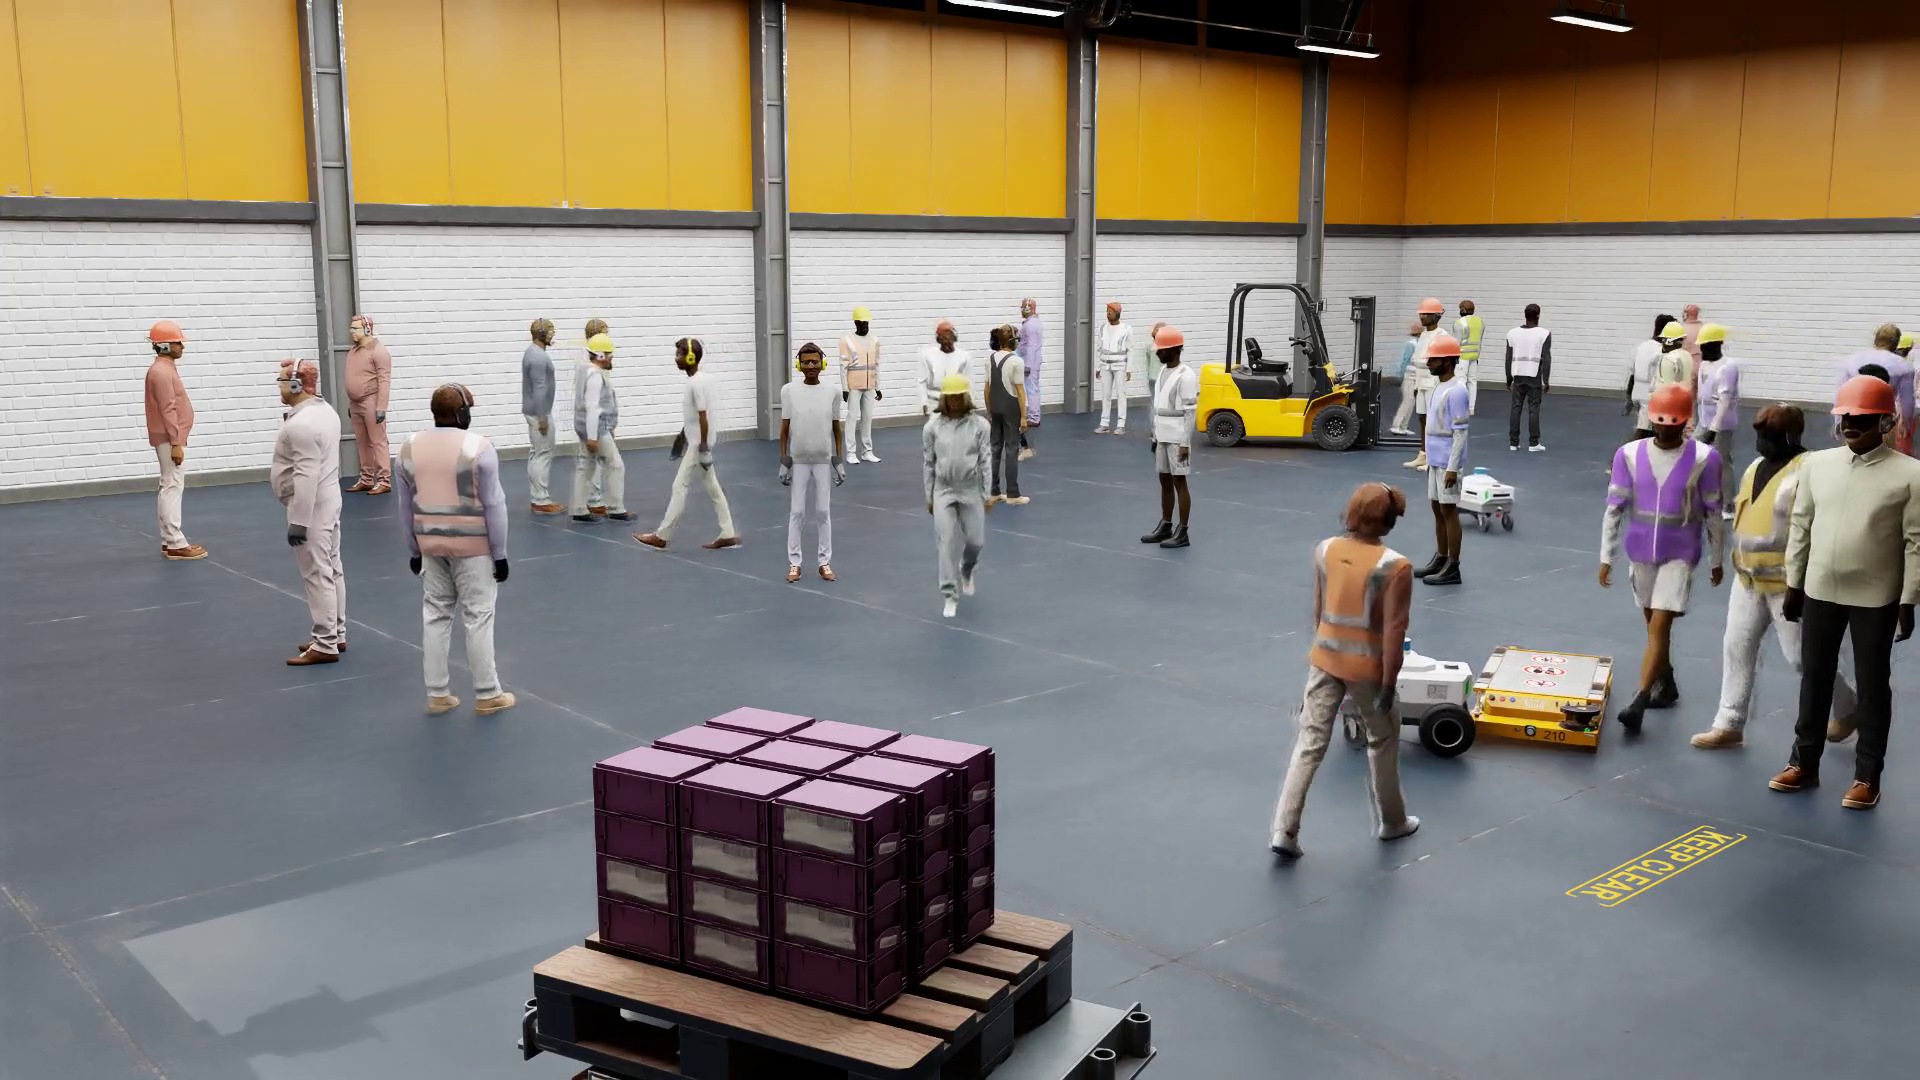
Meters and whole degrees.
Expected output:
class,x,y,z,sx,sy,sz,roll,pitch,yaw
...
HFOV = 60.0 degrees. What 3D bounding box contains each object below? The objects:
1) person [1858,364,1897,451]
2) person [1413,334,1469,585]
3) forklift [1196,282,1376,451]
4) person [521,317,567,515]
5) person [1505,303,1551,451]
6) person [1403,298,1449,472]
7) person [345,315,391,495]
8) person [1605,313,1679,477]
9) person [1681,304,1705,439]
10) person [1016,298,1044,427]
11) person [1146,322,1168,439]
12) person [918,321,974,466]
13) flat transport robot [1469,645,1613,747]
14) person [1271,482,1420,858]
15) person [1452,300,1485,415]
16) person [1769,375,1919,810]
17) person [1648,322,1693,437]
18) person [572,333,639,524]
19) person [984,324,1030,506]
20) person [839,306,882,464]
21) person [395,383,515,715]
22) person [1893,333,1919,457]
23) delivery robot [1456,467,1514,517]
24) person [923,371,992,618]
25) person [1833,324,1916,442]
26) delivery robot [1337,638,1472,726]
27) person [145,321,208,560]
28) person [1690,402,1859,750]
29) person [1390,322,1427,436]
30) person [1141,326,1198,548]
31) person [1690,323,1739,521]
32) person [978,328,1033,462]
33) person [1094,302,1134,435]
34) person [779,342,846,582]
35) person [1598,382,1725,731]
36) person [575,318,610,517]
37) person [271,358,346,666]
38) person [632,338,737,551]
class,x,y,z,sx,sy,sz,roll,pitch,yaw
person,7.309,-0.568,13.341,0.480,1.675,0.555,4,11,24
person,3.717,-0.619,12.863,0.375,1.935,0.550,0,10,-1
forklift,4.328,-2.346,22.227,2.313,2.155,1.214,3,10,16
person,-4.127,-1.220,16.408,0.382,1.935,0.635,-3,10,-17
person,7.389,-2.114,21.673,0.590,1.919,0.395,8,13,39
person,5.508,-1.819,19.576,0.379,2.045,0.605,-2,10,-12
person,-6.338,-1.437,17.748,0.642,1.909,0.410,7,12,36
person,7.679,-1.591,18.671,0.937,1.914,0.612,-1,10,-8
person,10.064,-2.331,23.110,0.669,1.856,0.963,-1,10,-8
person,1.026,-2.633,24.750,0.402,1.906,0.652,2,10,11
person,2.801,-2.210,23.084,0.396,1.620,0.513,-8,13,-39
person,-0.149,-1.422,17.862,0.593,1.835,0.744,0,10,0
flat transport robot,3.236,0.836,9.219,0.652,0.197,1.431,4,11,24
person,1.636,0.552,7.018,0.847,1.602,0.538,-9,13,-41
person,8.018,-2.888,26.430,0.627,1.844,0.429,-6,11,-32
person,4.121,0.235,7.698,0.381,1.994,0.619,-8,12,-38
person,7.628,-1.428,17.910,0.404,1.832,0.600,9,13,41
person,-3.354,-1.039,15.704,0.738,1.804,0.607,-4,11,-24
person,0.475,-1.271,16.953,0.521,1.844,0.331,9,13,42
person,-1.206,-1.897,20.379,0.587,1.927,0.364,-8,12,-39
person,-2.777,0.064,9.201,0.633,1.850,0.462,3,10,16
person,9.606,-1.256,17.175,0.659,1.746,0.527,-2,10,-11
delivery robot,4.856,-0.436,15.563,0.477,0.478,0.707,-3,10,-17
person,-0.022,-0.341,11.824,0.493,1.731,0.517,0,10,-3
person,8.683,-1.086,15.713,0.963,1.893,0.636,-6,12,-33
delivery robot,2.276,0.747,8.634,0.707,0.478,0.477,2,10,11
person,-6.605,-0.834,13.952,0.379,1.996,0.611,-6,11,-30
person,4.244,0.197,8.476,0.850,1.815,0.624,-2,10,-10
person,6.391,-2.277,23.519,0.403,1.605,0.543,6,12,33
person,1.828,-0.893,14.491,0.375,1.930,0.542,-4,11,-24
person,7.095,-1.109,15.866,0.843,1.893,0.592,-2,10,-9
person,0.513,-1.776,20.472,0.862,1.654,0.543,0,10,2
person,2.187,-2.439,23.677,0.572,1.886,0.355,6,12,33
person,-1.152,-0.603,12.967,0.521,1.874,0.328,-2,10,-10
person,3.790,0.076,9.005,0.564,1.868,1.005,8,12,38
person,-3.577,-1.198,16.269,0.362,1.932,0.631,-5,11,-25
person,-4.069,-0.178,10.372,0.405,1.911,0.636,-1,10,-7
person,-2.365,-0.806,14.281,0.915,1.831,0.516,0,10,-2
